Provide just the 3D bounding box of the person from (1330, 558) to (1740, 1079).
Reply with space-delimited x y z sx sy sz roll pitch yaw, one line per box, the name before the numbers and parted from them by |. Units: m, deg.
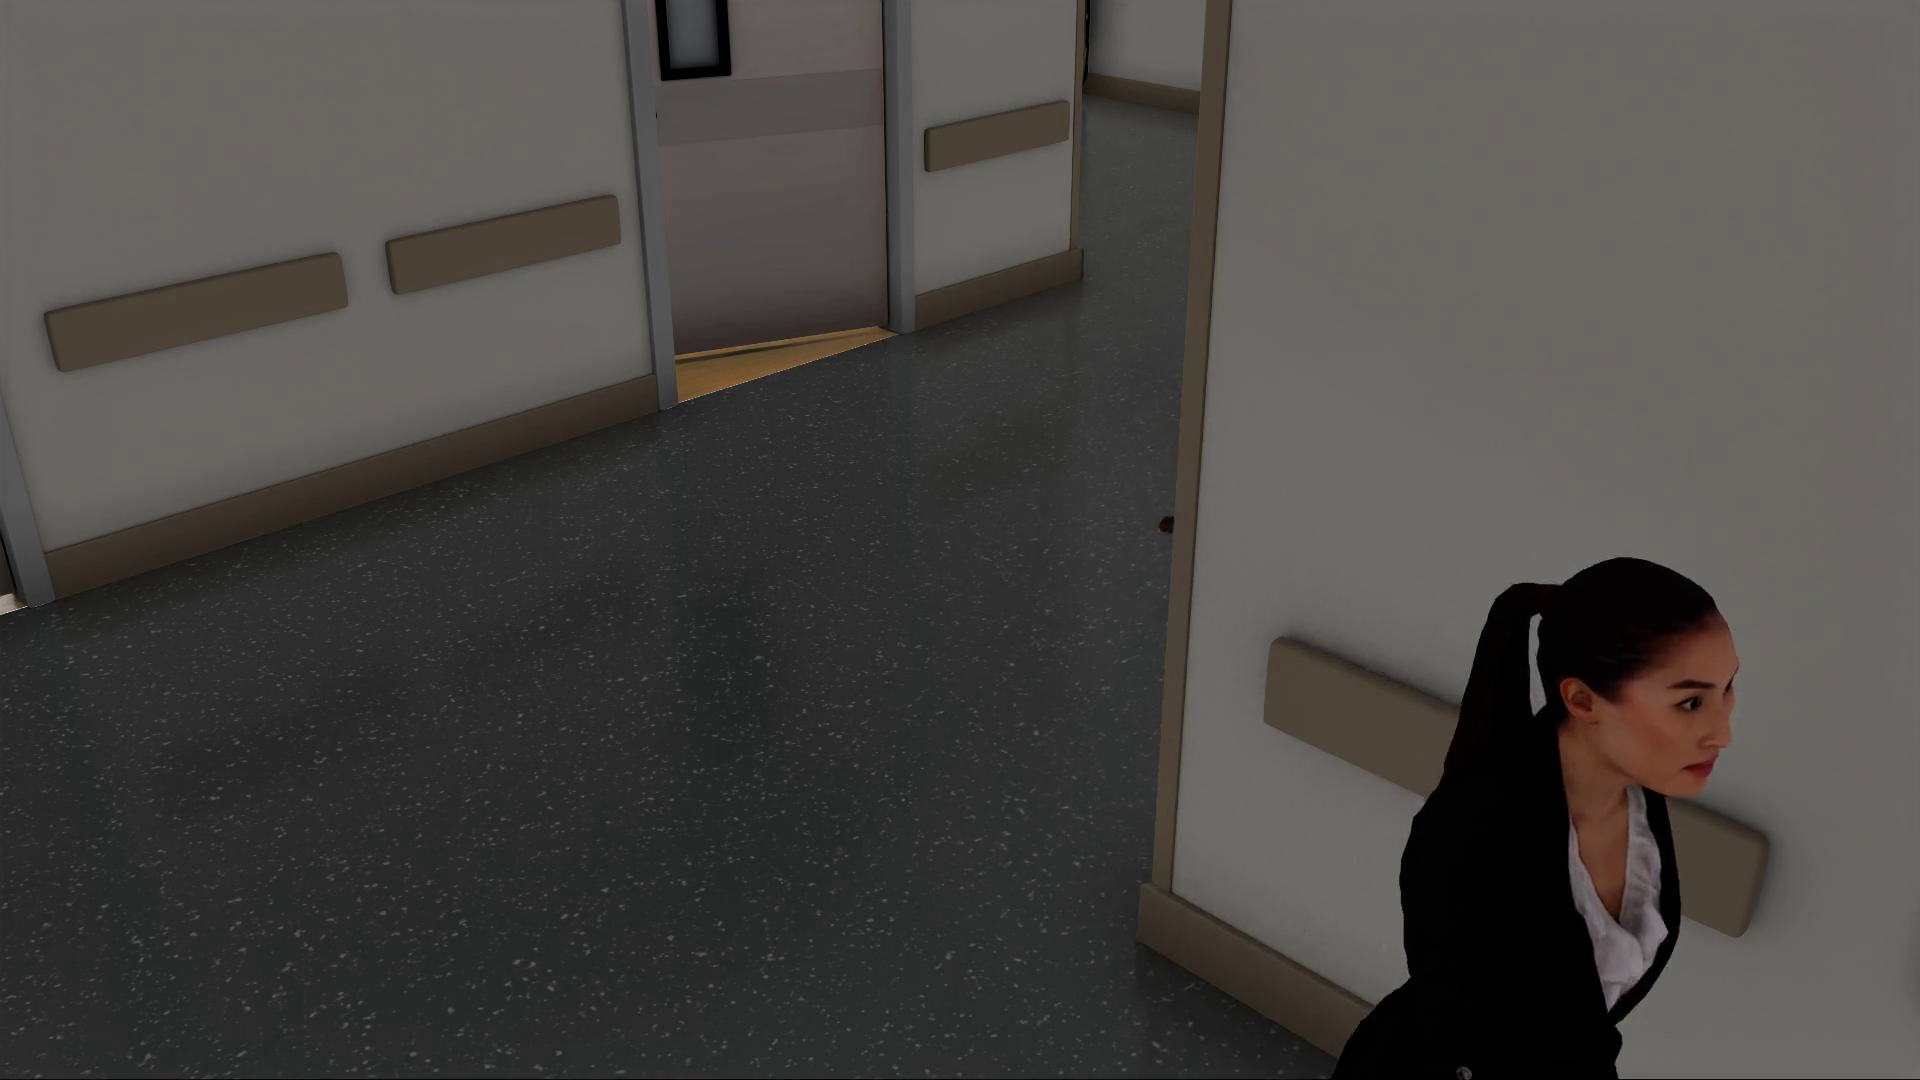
person | 0.625 0.735 2.239 1.070 1.617 0.867 -13 29 -25
